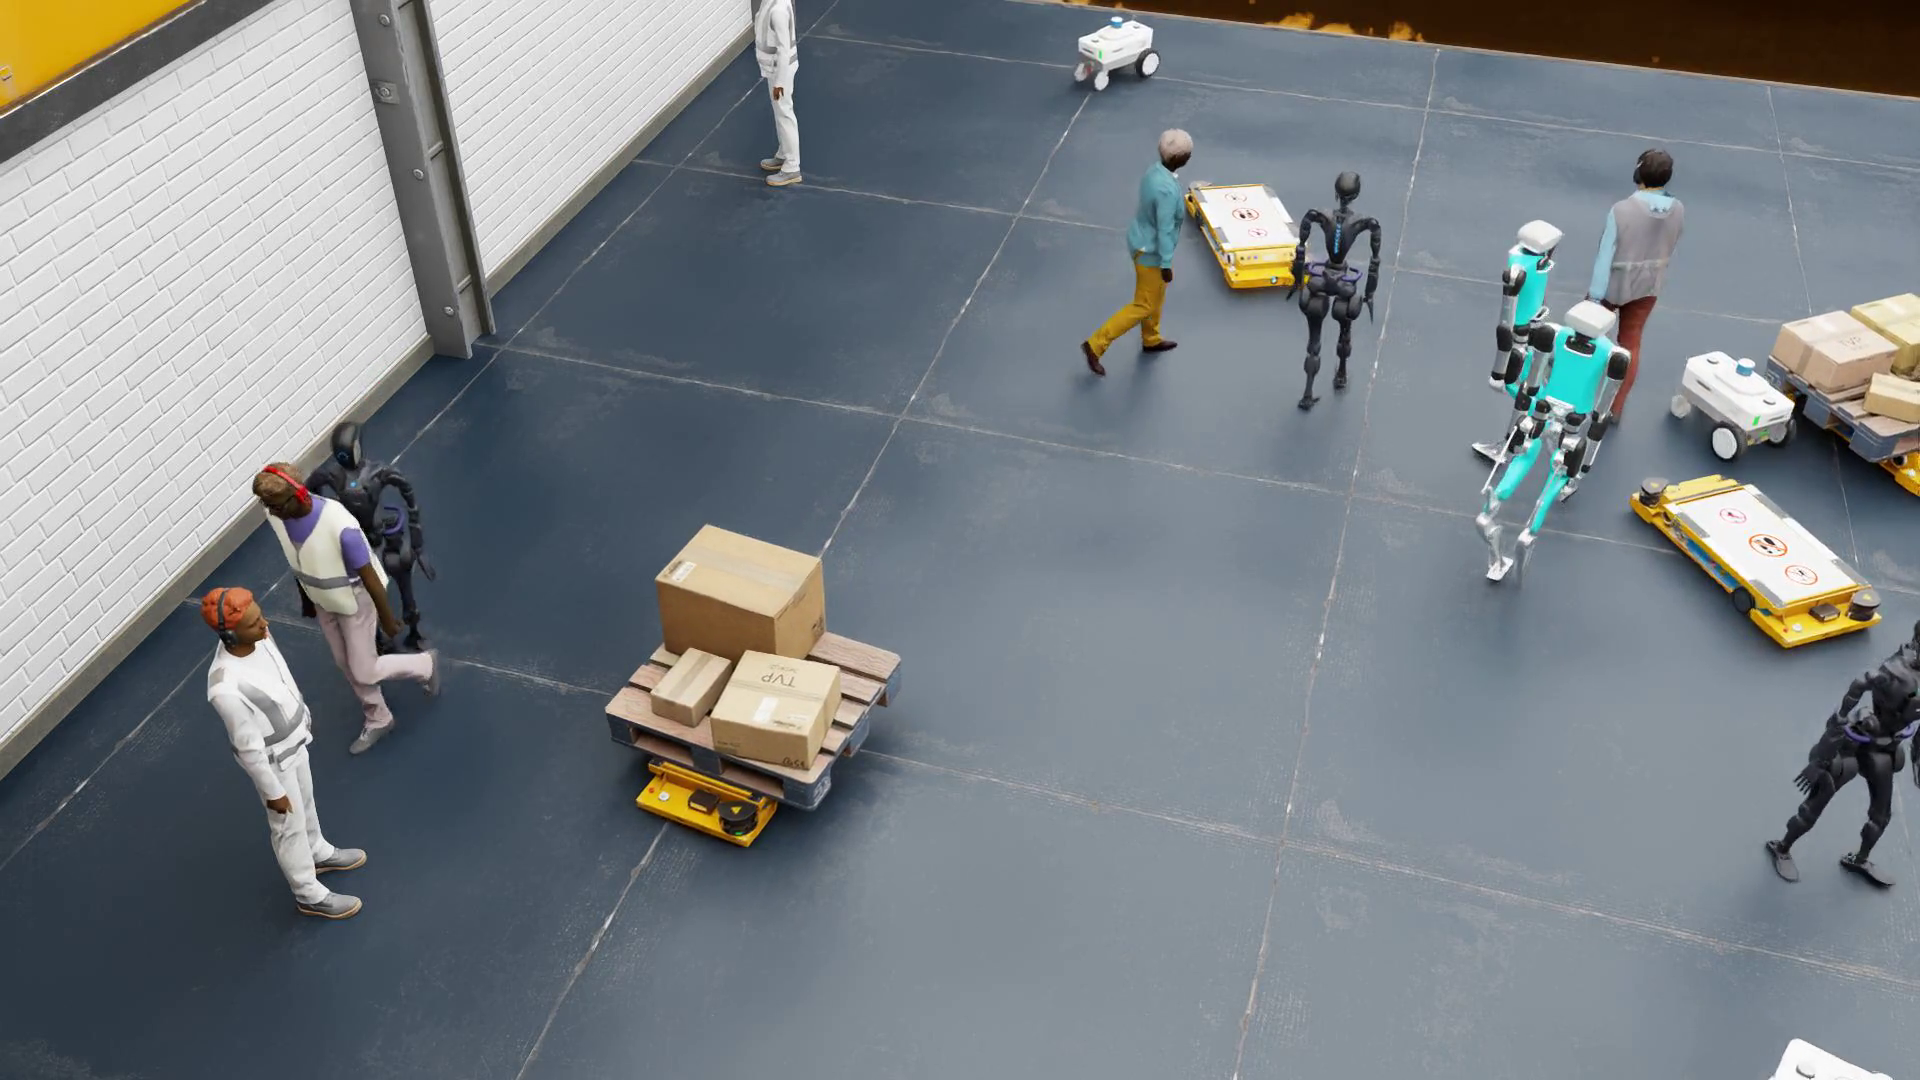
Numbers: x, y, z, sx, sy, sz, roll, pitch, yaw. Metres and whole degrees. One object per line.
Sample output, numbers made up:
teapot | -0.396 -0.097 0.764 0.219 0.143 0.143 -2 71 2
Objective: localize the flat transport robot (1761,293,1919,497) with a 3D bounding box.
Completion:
flat transport robot | 6.084 -0.814 11.016 0.659 0.231 1.431 -14 41 -16

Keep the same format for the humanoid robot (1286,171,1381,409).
humanoid robot | 2.471 -1.668 10.973 0.599 1.646 0.586 14 41 16

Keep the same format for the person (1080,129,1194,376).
person | 1.193 -1.952 11.266 0.711 1.720 0.553 -5 39 -6

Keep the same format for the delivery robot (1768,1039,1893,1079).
delivery robot | 3.689 2.396 6.783 0.753 0.579 0.499 25 45 28

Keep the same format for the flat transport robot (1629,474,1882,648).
flat transport robot | 4.722 0.070 9.918 0.659 0.231 1.431 -12 40 -15

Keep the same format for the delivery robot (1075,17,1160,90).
delivery robot | 1.456 -4.547 15.439 0.794 0.603 0.499 -27 46 -29

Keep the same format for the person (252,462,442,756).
person | -3.088 0.291 8.406 0.615 1.812 0.580 20 43 23

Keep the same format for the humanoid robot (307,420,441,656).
humanoid robot | -3.116 0.032 8.852 0.591 1.643 0.368 -4 39 -5

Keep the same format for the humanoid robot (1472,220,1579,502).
humanoid robot | 3.614 -1.005 10.131 0.856 1.840 0.549 26 45 28

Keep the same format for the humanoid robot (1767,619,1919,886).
humanoid robot | 4.209 0.969 7.676 0.636 1.641 0.331 -6 39 -7

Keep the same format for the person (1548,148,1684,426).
person | 4.317 -1.718 10.889 0.556 1.837 0.884 -3 39 -4

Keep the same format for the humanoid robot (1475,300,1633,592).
humanoid robot | 3.259 -0.396 9.415 0.534 1.885 0.767 28 46 30

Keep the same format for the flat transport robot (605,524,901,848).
flat transport robot | -1.046 0.979 8.786 0.659 0.231 1.431 16 42 19

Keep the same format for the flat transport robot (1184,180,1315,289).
flat transport robot | 2.253 -2.411 13.004 0.659 0.231 1.431 -5 39 -7

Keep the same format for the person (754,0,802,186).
person | -1.486 -3.805 13.450 0.352 1.882 0.580 -7 39 -9

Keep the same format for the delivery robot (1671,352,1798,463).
delivery robot | 5.078 -0.905 10.897 0.499 0.589 0.784 -14 41 -17

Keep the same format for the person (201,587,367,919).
person | -3.075 0.957 7.528 0.356 1.882 0.571 -6 39 -7
